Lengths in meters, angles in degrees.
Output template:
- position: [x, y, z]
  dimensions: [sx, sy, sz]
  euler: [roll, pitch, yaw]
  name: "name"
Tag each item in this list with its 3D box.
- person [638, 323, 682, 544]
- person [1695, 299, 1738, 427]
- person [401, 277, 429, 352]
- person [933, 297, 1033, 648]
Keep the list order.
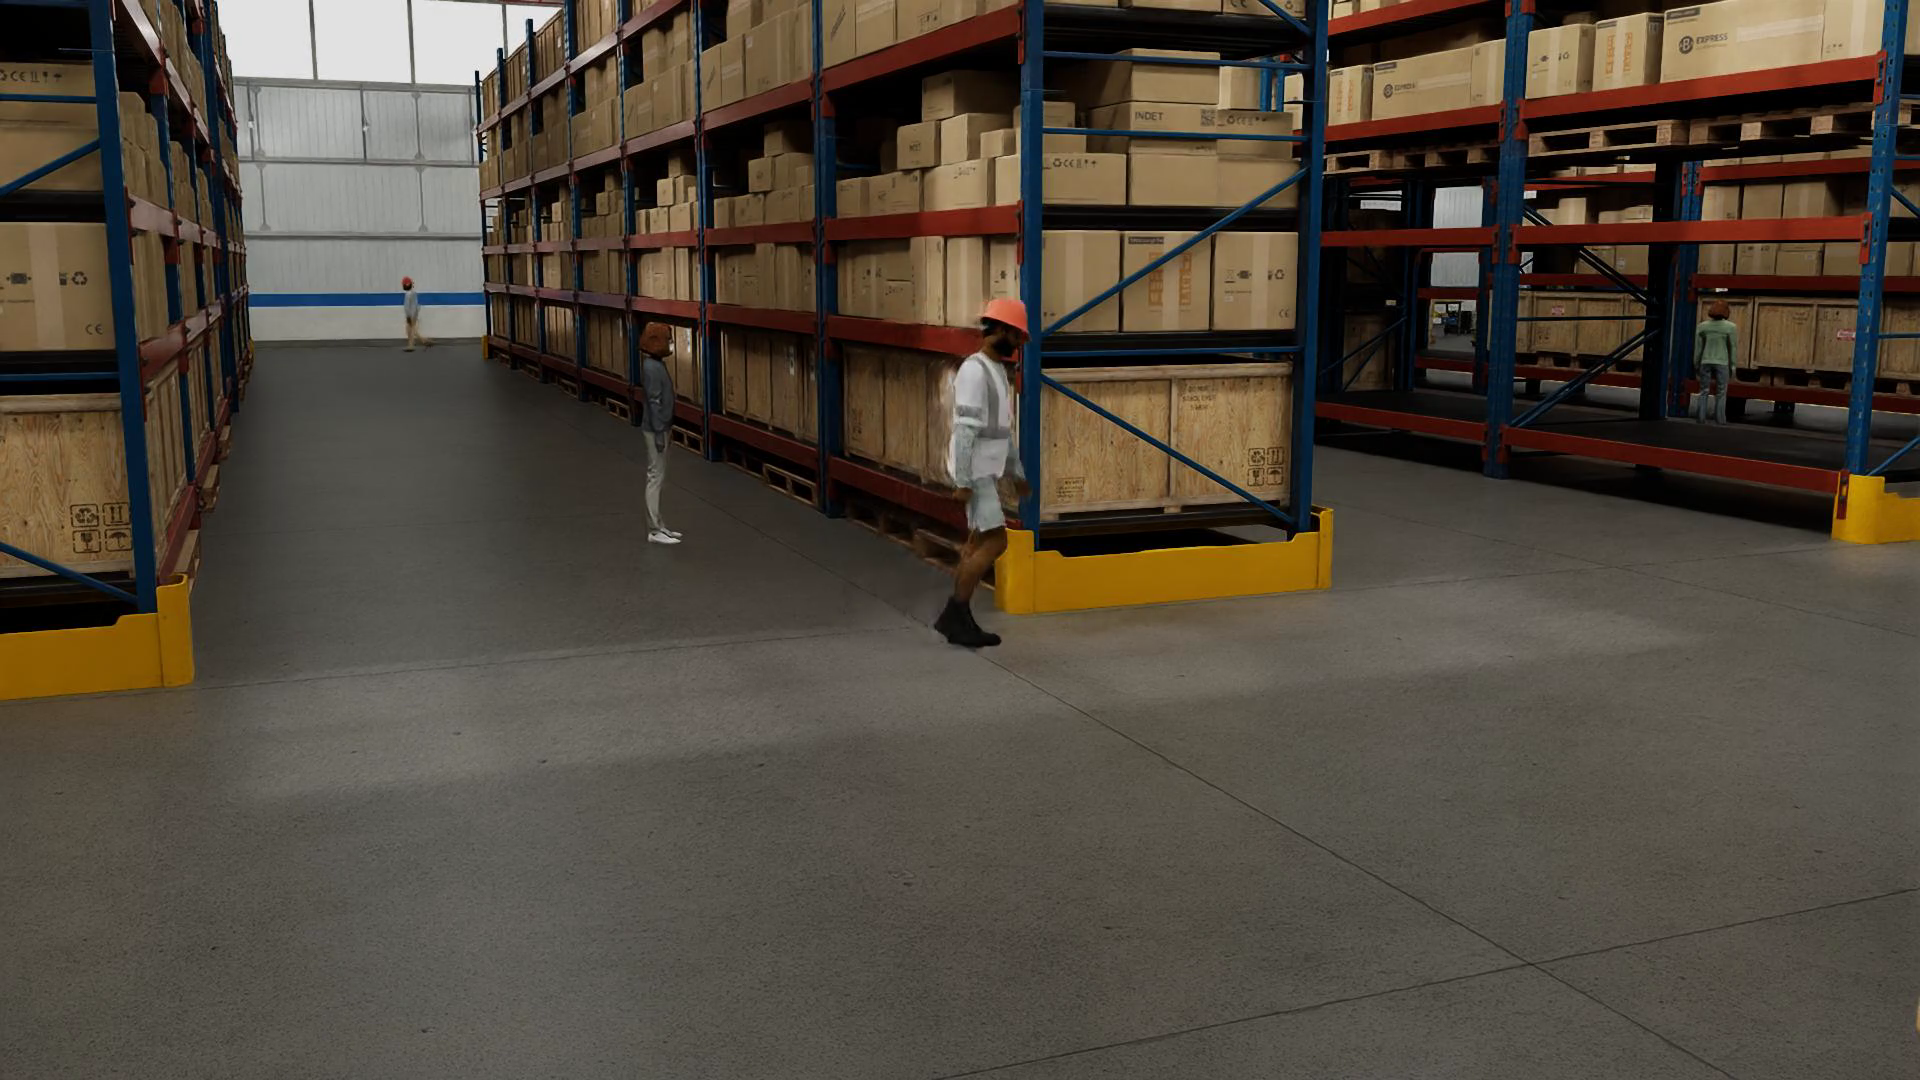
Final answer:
- position: [-2.218, -0.787, 12.307]
  dimensions: [0.278, 1.633, 0.507]
  euler: [-1, 10, -7]
  name: "person"
- position: [9.181, -2.107, 20.208]
  dimensions: [0.281, 1.634, 0.498]
  euler: [-9, 13, -43]
  name: "person"
- position: [-12.623, -5.195, 38.434]
  dimensions: [0.555, 1.726, 0.572]
  euler: [-1, 9, -3]
  name: "person"
- position: [0.147, -0.358, 8.985]
  dimensions: [0.492, 1.884, 0.621]
  euler: [2, 10, 13]
  name: "person"
